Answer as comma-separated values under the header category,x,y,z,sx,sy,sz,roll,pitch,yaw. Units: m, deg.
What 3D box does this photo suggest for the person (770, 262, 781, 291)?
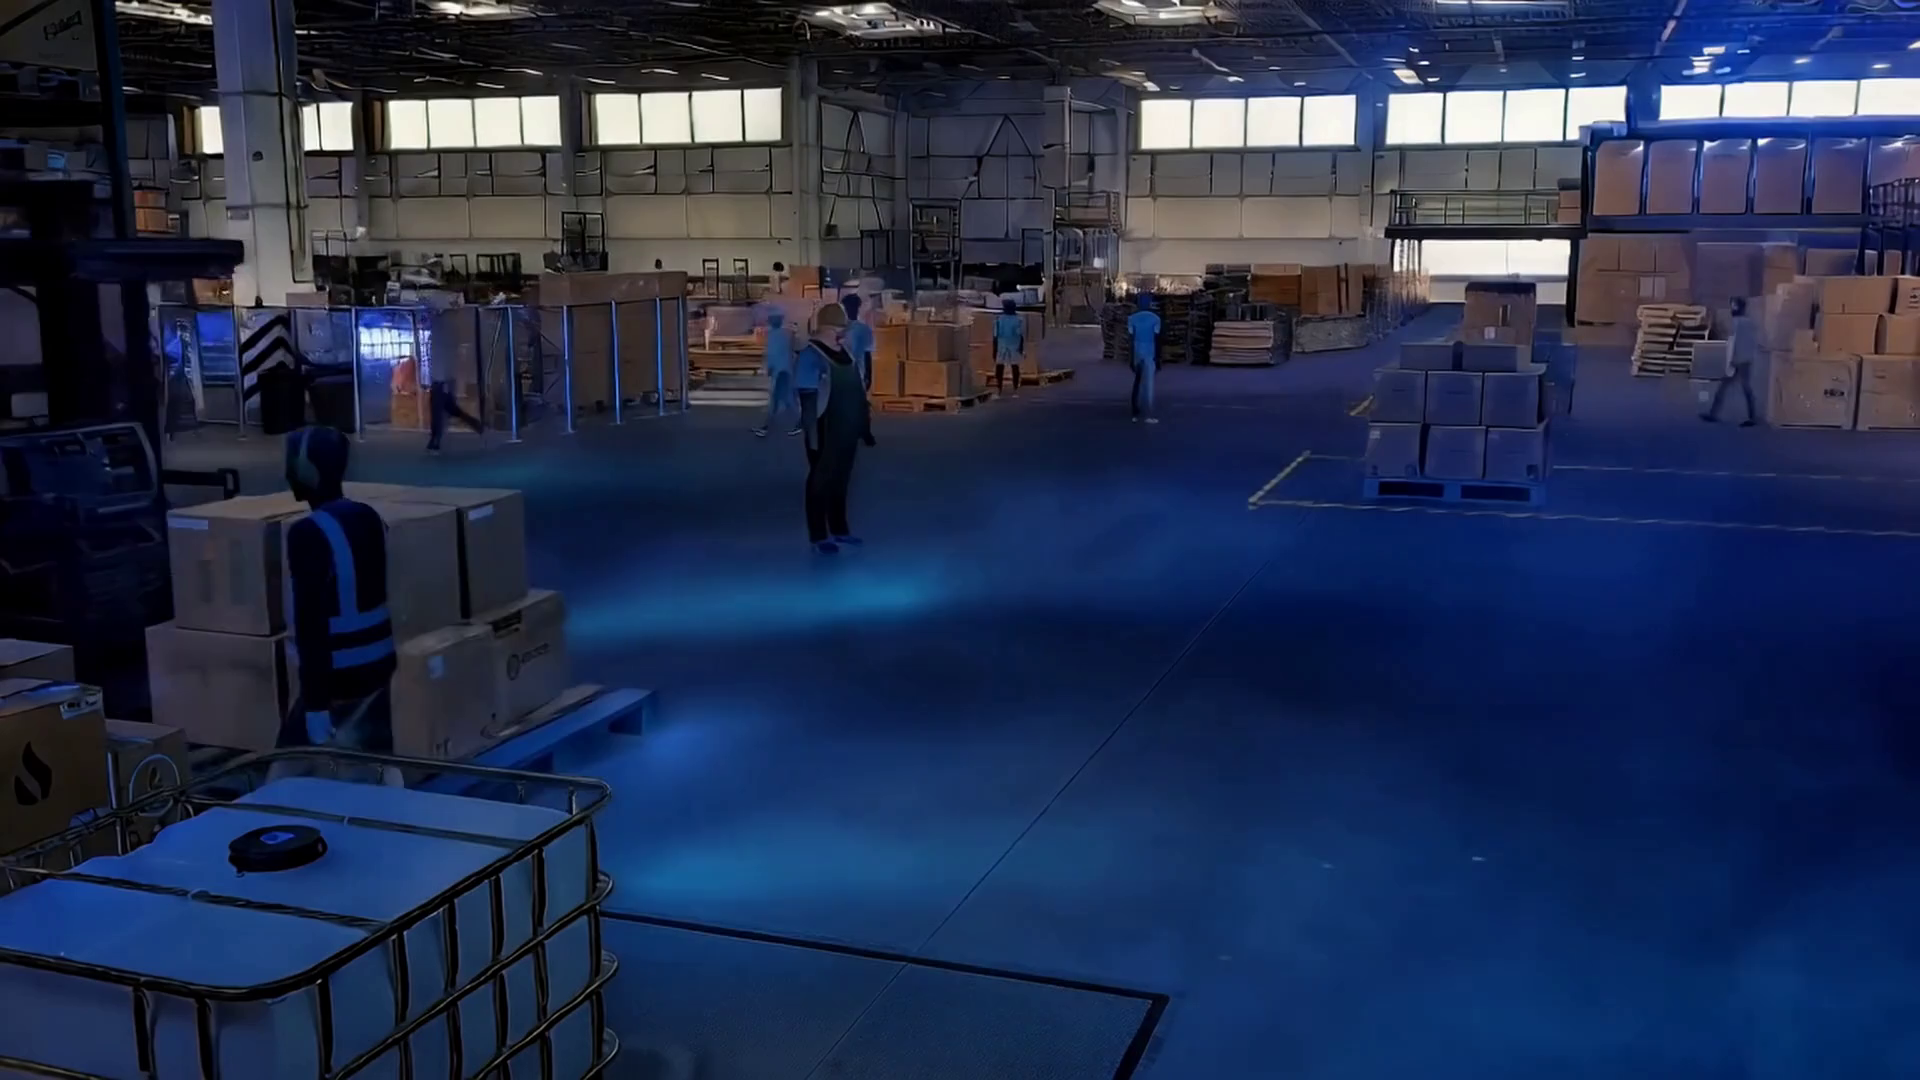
category,x,y,z,sx,sy,sz,roll,pitch,yaw
person,-6.730,-9.230,60.836,0.435,1.888,0.677,-2,10,-11

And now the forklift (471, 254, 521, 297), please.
category,x,y,z,sx,sy,sz,roll,pitch,yaw
forklift,-17.990,-10.121,64.684,1.157,1.987,2.680,3,11,17

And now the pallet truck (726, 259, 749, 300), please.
category,x,y,z,sx,sy,sz,roll,pitch,yaw
pallet truck,-7.986,-9.493,62.019,0.823,1.965,1.885,3,11,17

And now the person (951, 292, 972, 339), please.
category,x,y,z,sx,sy,sz,roll,pitch,yaw
person,-0.079,-3.161,27.101,0.550,1.725,0.590,0,10,1

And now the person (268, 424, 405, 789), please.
category,x,y,z,sx,sy,sz,roll,pitch,yaw
person,-2.314,0.505,6.091,0.652,1.858,0.604,1,10,8

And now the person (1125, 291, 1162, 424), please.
category,x,y,z,sx,sy,sz,roll,pitch,yaw
person,2.567,-2.547,23.278,0.521,1.865,0.319,3,10,16

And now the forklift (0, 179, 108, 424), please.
category,x,y,z,sx,sy,sz,roll,pitch,yaw
forklift,-4.662,-0.379,8.208,1.873,2.768,1.129,3,11,19

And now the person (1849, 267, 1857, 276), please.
category,x,y,z,sx,sy,sz,roll,pitch,yaw
person,25.270,-6.799,47.177,0.355,1.882,0.576,-5,11,-24

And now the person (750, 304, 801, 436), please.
category,x,y,z,sx,sy,sz,roll,pitch,yaw
person,-2.437,-2.213,21.771,0.880,1.719,0.554,-7,12,-36

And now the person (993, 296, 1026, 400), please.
category,x,y,z,sx,sy,sz,roll,pitch,yaw
person,0.790,-3.095,26.864,0.538,1.693,0.321,2,10,14

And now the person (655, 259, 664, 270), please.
category,x,y,z,sx,sy,sz,roll,pitch,yaw
person,-10.517,-8.798,58.089,1.052,1.992,0.609,-5,11,-27

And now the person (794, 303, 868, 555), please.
category,x,y,z,sx,sy,sz,roll,pitch,yaw
person,-1.011,-0.915,13.588,0.537,2.000,0.682,5,11,26

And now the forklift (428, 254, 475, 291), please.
category,x,y,z,sx,sy,sz,roll,pitch,yaw
forklift,-20.133,-10.254,65.465,1.157,1.987,2.680,3,11,19

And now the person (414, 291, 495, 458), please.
category,x,y,z,sx,sy,sz,roll,pitch,yaw
person,-6.016,-1.952,19.636,0.849,1.972,0.618,-5,11,-27

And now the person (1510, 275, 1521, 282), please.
category,x,y,z,sx,sy,sz,roll,pitch,yaw
person,11.437,-4.538,34.492,0.549,1.875,1.043,1,10,6

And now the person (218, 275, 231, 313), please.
category,x,y,z,sx,sy,sz,roll,pitch,yaw
person,-26.598,-9.070,60.207,0.470,1.800,0.635,-3,11,-18

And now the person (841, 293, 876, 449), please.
category,x,y,z,sx,sy,sz,roll,pitch,yaw
person,-1.304,-2.004,20.062,0.610,1.919,0.974,2,10,10

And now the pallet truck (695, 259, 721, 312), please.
category,x,y,z,sx,sy,sz,roll,pitch,yaw
pallet truck,-9.165,-9.627,62.776,0.823,1.965,1.885,4,11,23

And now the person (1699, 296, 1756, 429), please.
category,x,y,z,sx,sy,sz,roll,pitch,yaw
person,10.661,-2.445,22.885,0.568,1.806,1.015,-3,10,-16
